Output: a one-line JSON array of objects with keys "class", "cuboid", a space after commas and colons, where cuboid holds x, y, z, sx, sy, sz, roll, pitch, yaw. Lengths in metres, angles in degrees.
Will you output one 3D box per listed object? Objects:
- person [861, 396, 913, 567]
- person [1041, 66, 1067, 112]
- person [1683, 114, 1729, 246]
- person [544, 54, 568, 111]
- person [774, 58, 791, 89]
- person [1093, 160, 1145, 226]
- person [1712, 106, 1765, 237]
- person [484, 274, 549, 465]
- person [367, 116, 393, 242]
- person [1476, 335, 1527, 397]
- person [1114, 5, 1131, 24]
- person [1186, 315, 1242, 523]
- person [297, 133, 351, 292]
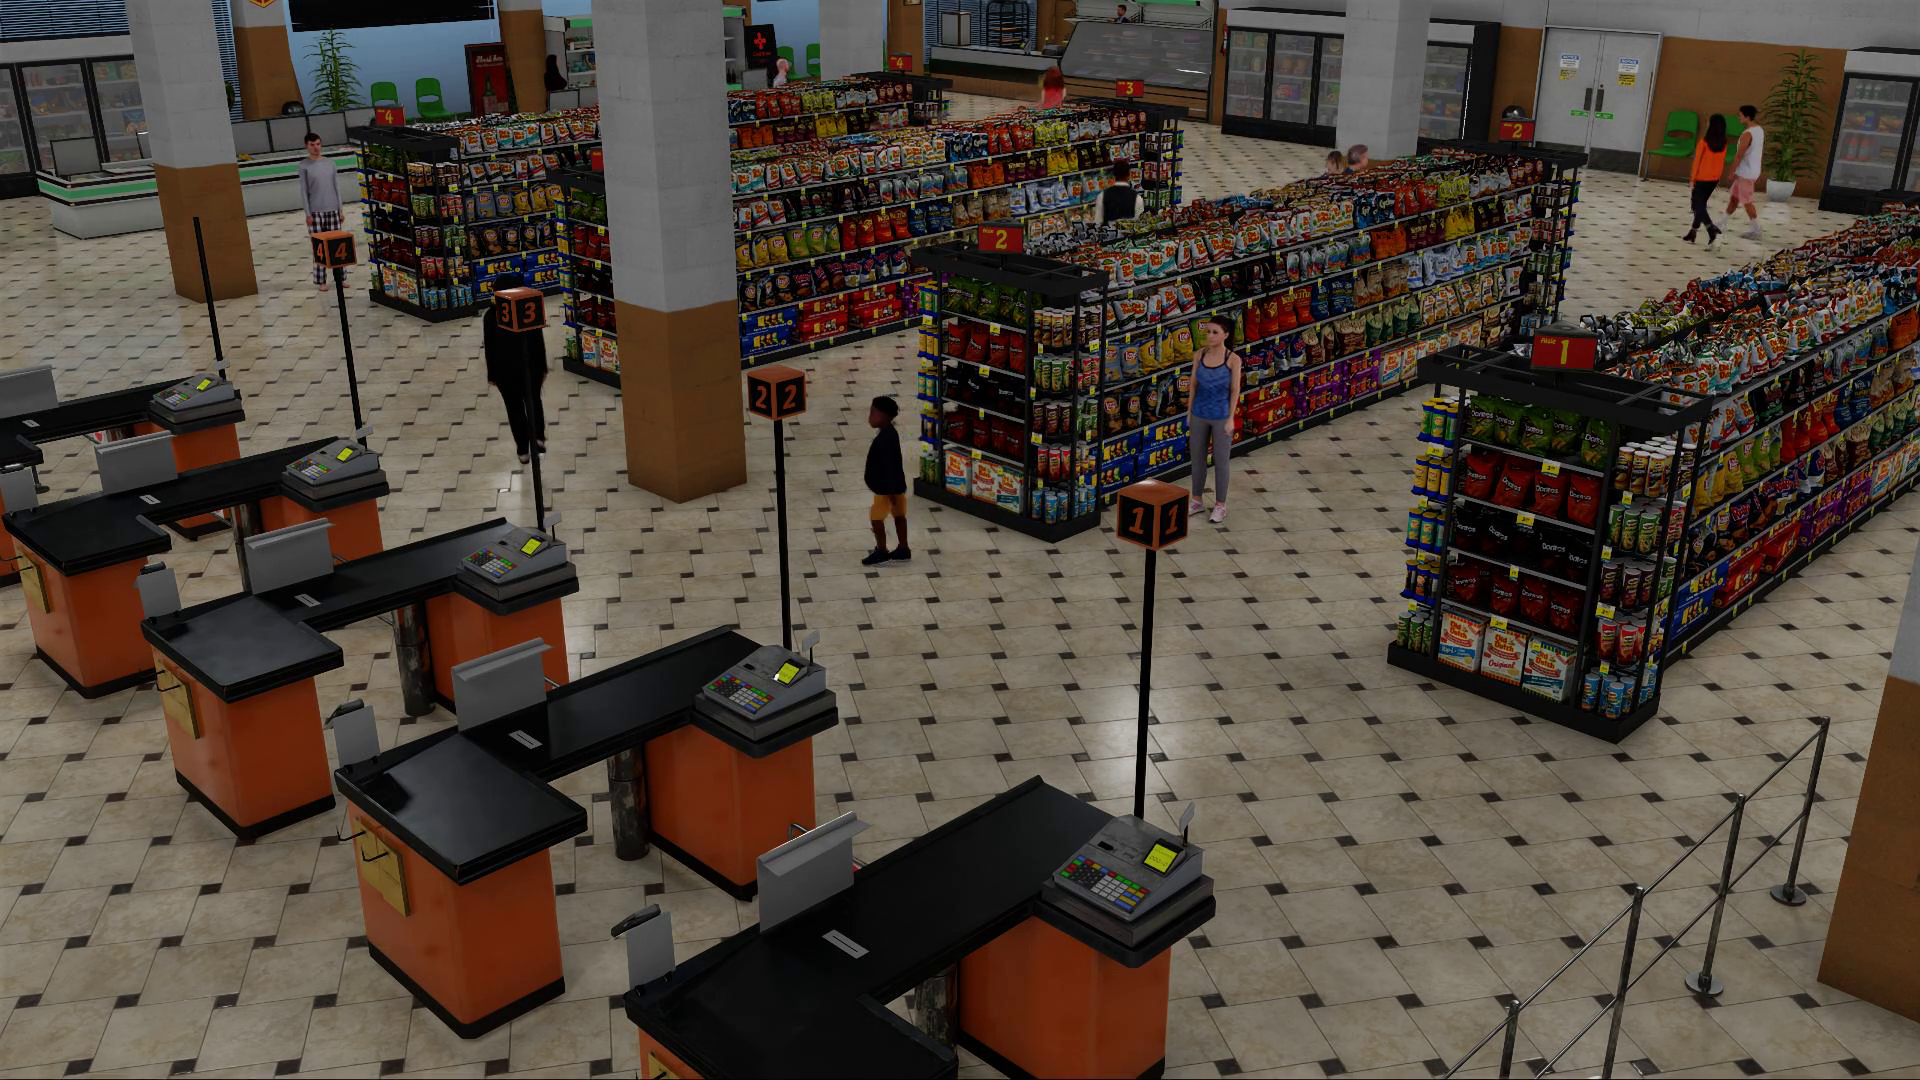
[{"class": "person", "cuboid": [-0.446, -0.425, 11.958, 0.711, 1.258, 0.649, 2, 22, 5]}, {"class": "person", "cuboid": [1.500, -6.655, 26.720, 0.780, 1.812, 0.872, 7, 23, 17]}, {"class": "person", "cuboid": [9.976, -4.762, 22.115, 1.026, 1.732, 0.950, -7, 23, -17]}, {"class": "person", "cuboid": [-7.098, -7.634, 29.229, 0.624, 1.758, 0.681, -16, 27, -35]}, {"class": "person", "cuboid": [-3.006, -7.100, 27.813, 0.937, 1.822, 0.866, -6, 23, -15]}, {"class": "person", "cuboid": [1.634, -3.018, 17.536, 0.822, 1.910, 0.835, 10, 24, 23]}, {"class": "person", "cuboid": [10.792, -4.981, 22.659, 0.968, 1.732, 0.756, -19, 29, -39]}, {"class": "person", "cuboid": [-3.694, -1.394, 13.905, 0.745, 1.603, 0.825, -9, 24, -21]}, {"class": "person", "cuboid": [-7.814, -4.825, 22.339, 0.668, 1.682, 0.634, -16, 27, -35]}, {"class": "person", "cuboid": [3.888, -0.664, 11.985, 0.675, 1.681, 0.734, -12, 25, -27]}, {"class": "person", "cuboid": [3.719, -11.423, 38.511, 0.566, 1.868, 0.611, -20, 30, -41]}, {"class": "person", "cuboid": [1.938, -0.940, 12.766, 0.598, 1.610, 0.587, 15, 26, 32]}, {"class": "person", "cuboid": [-7.629, -3.934, 19.899, 0.484, 1.848, 0.694, -18, 28, -37]}]
